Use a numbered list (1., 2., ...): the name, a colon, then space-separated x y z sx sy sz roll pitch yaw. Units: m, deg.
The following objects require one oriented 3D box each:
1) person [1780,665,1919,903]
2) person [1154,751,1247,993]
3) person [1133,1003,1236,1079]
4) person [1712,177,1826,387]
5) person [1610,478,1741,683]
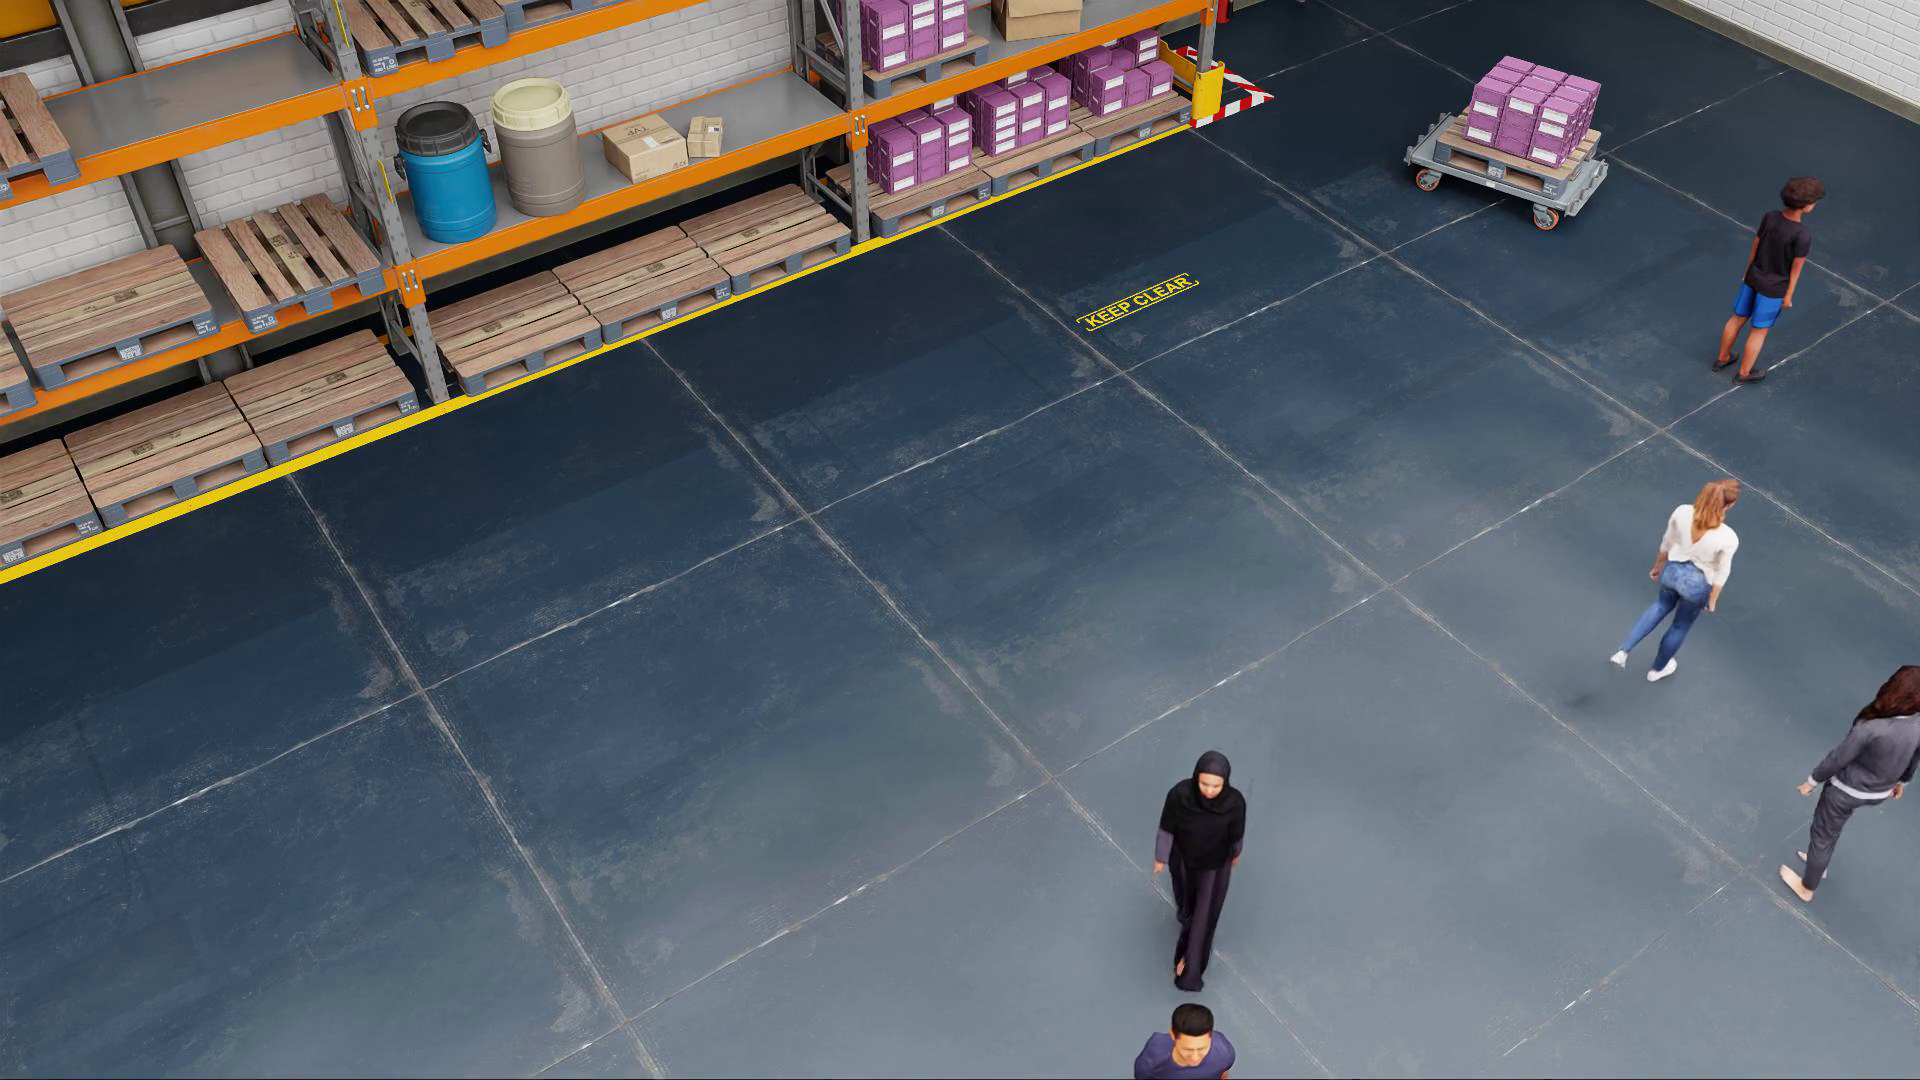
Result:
1. person: 5.121 1.435 9.363 0.749 1.753 0.883 -10 45 -11
2. person: 1.346 1.666 9.227 1.024 1.606 1.165 13 45 13
3. person: 1.031 2.729 7.976 0.624 1.793 0.775 -7 44 -7
4. person: 6.287 -2.014 12.955 0.586 1.793 0.624 -20 47 -20
5. person: 4.556 0.309 10.579 0.766 1.707 0.627 -23 48 -22
